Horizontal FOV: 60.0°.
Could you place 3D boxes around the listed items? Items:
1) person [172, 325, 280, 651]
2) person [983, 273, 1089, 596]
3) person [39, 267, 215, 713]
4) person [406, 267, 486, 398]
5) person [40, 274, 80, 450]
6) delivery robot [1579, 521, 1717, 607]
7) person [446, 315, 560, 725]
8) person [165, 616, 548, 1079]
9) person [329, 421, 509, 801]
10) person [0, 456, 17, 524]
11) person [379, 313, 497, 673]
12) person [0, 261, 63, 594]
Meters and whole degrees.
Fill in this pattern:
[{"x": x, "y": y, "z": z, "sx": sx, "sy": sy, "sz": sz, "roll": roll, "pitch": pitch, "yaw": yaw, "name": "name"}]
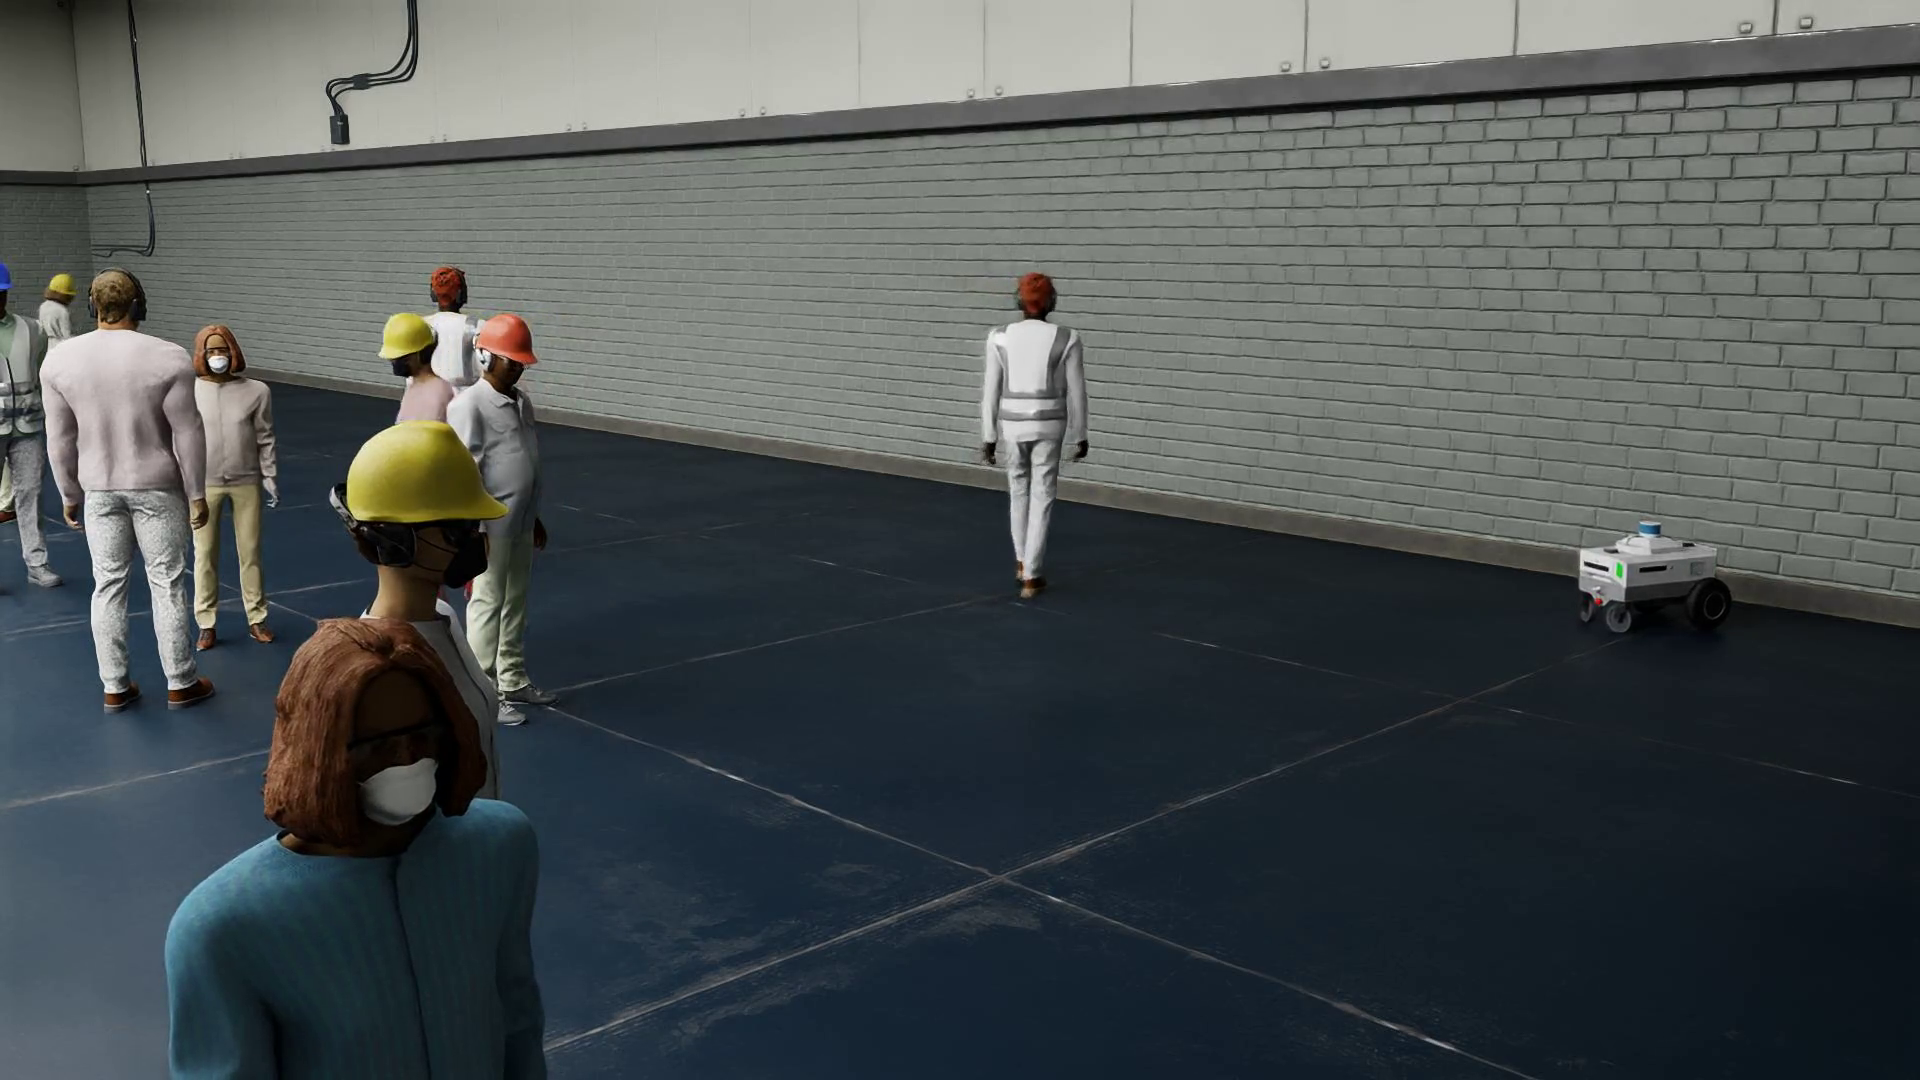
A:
[{"x": -3.706, "y": -0.266, "z": 8.404, "sx": 0.499, "sy": 1.634, "sz": 0.279, "roll": -6, "pitch": 12, "yaw": -29, "name": "person"}, {"x": 0.477, "y": -0.638, "z": 9.849, "sx": 0.588, "sy": 1.850, "sz": 0.872, "roll": 3, "pitch": 11, "yaw": 18, "name": "person"}, {"x": -3.600, "y": -0.207, "z": 7.247, "sx": 0.635, "sy": 1.938, "sz": 0.360, "roll": -2, "pitch": 11, "yaw": -8, "name": "person"}, {"x": -3.125, "y": -0.743, "z": 10.327, "sx": 0.572, "sy": 1.883, "sz": 0.356, "roll": 1, "pitch": 10, "yaw": 5, "name": "person"}, {"x": -8.693, "y": -1.703, "z": 16.074, "sx": 0.553, "sy": 1.704, "sz": 0.365, "roll": 6, "pitch": 12, "yaw": 29, "name": "person"}, {"x": 3.657, "y": 0.145, "z": 8.851, "sx": 0.707, "sy": 0.478, "sz": 0.477, "roll": -4, "pitch": 11, "yaw": -21, "name": "delivery robot"}, {"x": -1.945, "y": -0.094, "z": 7.164, "sx": 0.339, "sy": 1.742, "sz": 0.563, "roll": 3, "pitch": 11, "yaw": 14, "name": "person"}, {"x": -0.715, "y": 0.889, "z": 2.104, "sx": 0.268, "sy": 1.632, "sz": 0.506, "roll": 8, "pitch": 13, "yaw": 38, "name": "person"}, {"x": -0.919, "y": 0.671, "z": 2.937, "sx": 0.311, "sy": 1.768, "sz": 0.525, "roll": -2, "pitch": 11, "yaw": -9, "name": "person"}, {"x": -7.063, "y": -0.920, "z": 11.975, "sx": 0.507, "sy": 1.631, "sz": 0.279, "roll": 7, "pitch": 13, "yaw": 35, "name": "person"}, {"x": -2.508, "y": -0.170, "z": 7.639, "sx": 0.835, "sy": 1.721, "sz": 0.517, "roll": -8, "pitch": 13, "yaw": -38, "name": "person"}, {"x": -5.570, "y": -0.660, "z": 9.694, "sx": 0.395, "sy": 1.945, "sz": 0.618, "roll": 8, "pitch": 13, "yaw": 38, "name": "person"}]
